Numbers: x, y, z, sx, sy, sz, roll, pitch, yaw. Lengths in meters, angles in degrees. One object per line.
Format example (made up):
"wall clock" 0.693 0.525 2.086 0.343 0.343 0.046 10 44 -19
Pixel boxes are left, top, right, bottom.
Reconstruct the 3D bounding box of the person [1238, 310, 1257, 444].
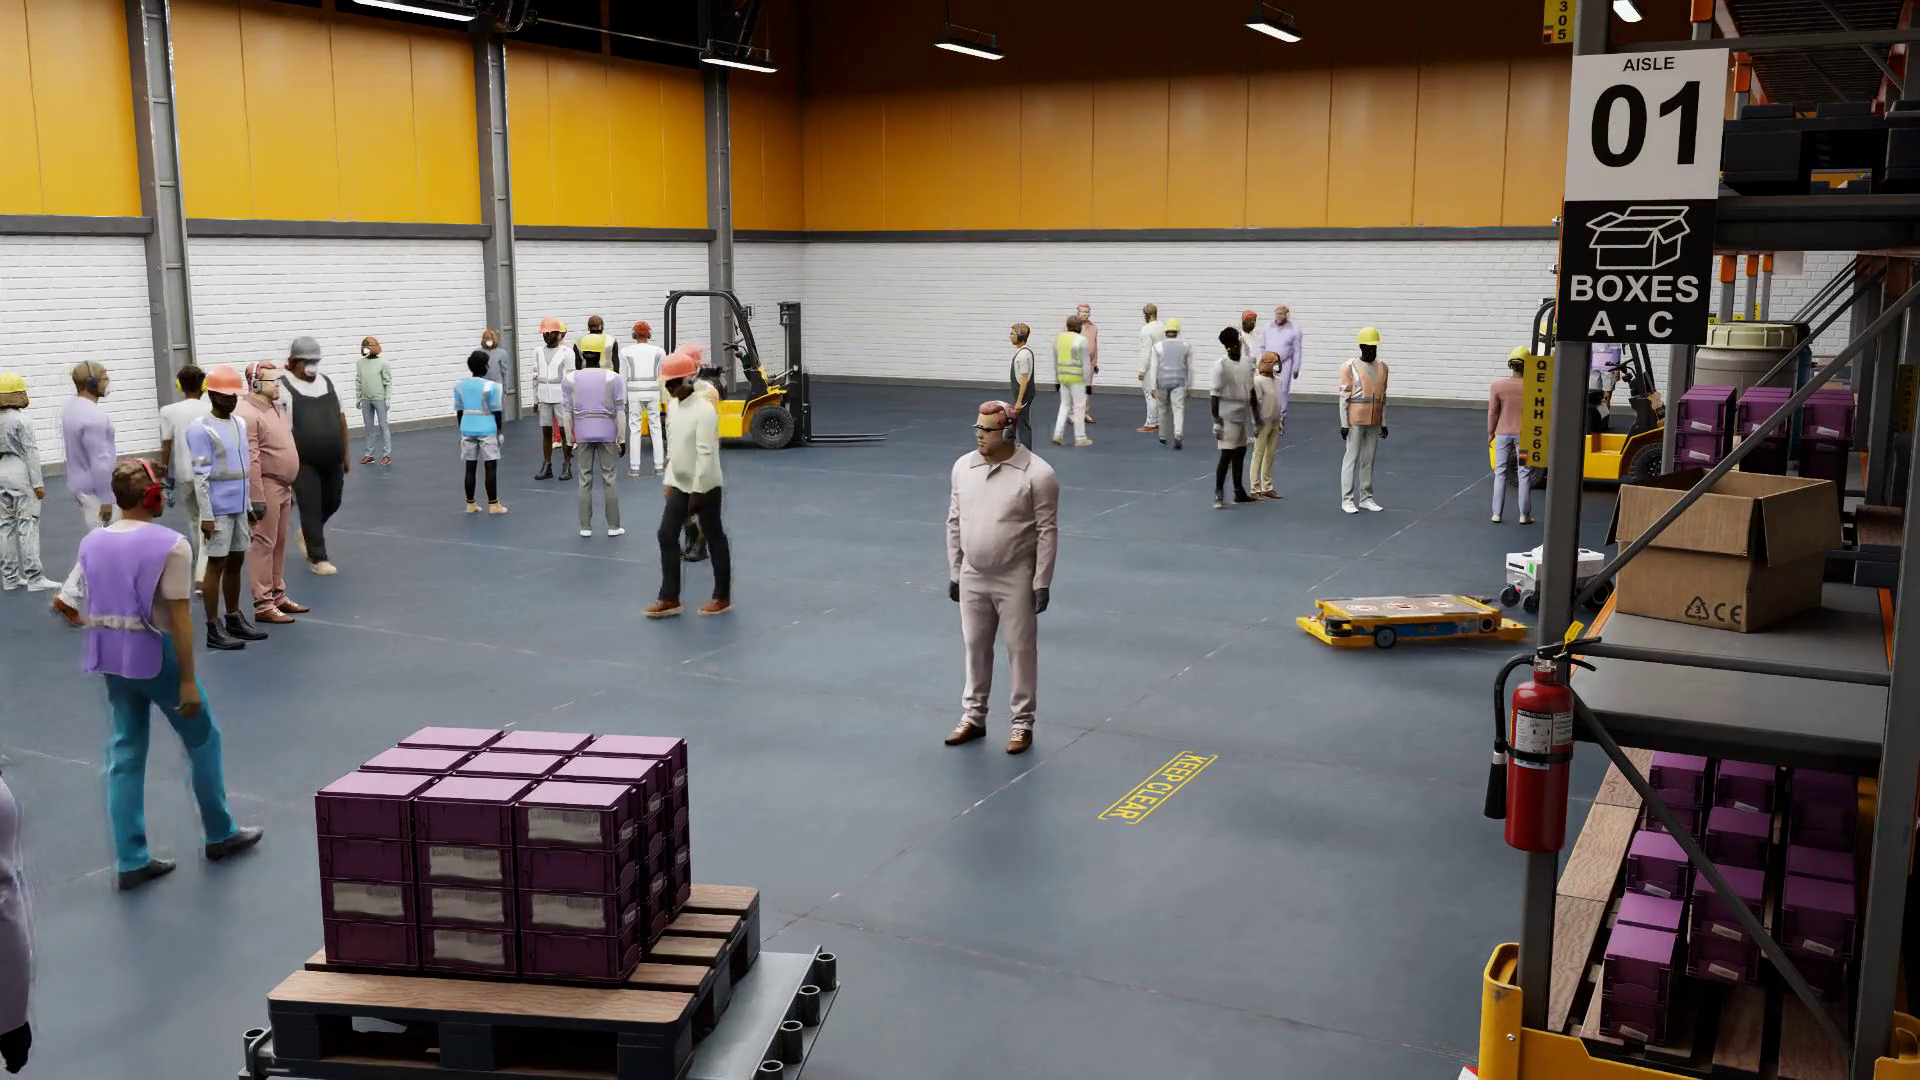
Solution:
"person" 4.022 -2.298 23.482 0.355 1.887 0.574 6 11 31

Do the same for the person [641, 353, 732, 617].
"person" -2.019 -0.385 12.188 0.814 1.952 0.649 -9 13 -42

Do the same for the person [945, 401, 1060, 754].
"person" 0.203 0.199 8.979 0.642 1.905 0.399 5 11 29

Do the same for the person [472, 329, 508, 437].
"person" -6.752 -2.244 23.972 0.495 1.606 0.693 -1 10 -6

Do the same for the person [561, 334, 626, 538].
"person" -3.447 -0.978 15.721 0.585 1.928 0.365 -1 10 -6

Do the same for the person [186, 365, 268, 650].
"person" -4.989 -0.227 11.359 0.381 1.931 0.548 2 10 10

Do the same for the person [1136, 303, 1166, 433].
"person" 2.869 -2.570 24.923 0.372 1.934 0.627 6 12 33

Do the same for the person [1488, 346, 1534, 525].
"person" 5.516 -1.036 16.524 0.534 1.767 0.319 5 11 25

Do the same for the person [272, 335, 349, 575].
"person" -5.535 -0.757 14.111 0.852 2.000 0.690 8 13 39

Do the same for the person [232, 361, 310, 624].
"person" -5.039 -0.354 12.167 0.410 1.909 0.643 -1 10 -4

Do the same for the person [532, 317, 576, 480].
"person" -4.813 -1.669 19.689 0.543 1.940 0.361 2 10 12

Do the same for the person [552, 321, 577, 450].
"person" -5.456 -2.104 22.704 0.533 1.767 0.325 4 11 21

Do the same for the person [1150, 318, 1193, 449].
"person" 2.927 -2.164 22.963 0.597 1.805 0.882 0 10 0

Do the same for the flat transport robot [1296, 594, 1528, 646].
"flat transport robot" 3.152 0.553 11.644 1.431 0.197 0.652 -2 10 -10

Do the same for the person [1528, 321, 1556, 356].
"person" 7.492 -1.908 21.421 0.404 1.823 0.590 -1 10 -7

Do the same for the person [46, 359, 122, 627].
"person" -6.320 -0.336 12.077 0.580 1.952 0.641 -8 13 -40

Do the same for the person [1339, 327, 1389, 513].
"person" 4.197 -1.242 17.249 0.589 1.927 0.368 -5 11 -25

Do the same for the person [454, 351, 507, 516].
"person" -4.918 -1.089 17.044 0.561 1.692 0.321 3 10 16

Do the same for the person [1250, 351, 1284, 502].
"person" 3.348 -1.241 18.092 0.507 1.633 0.277 -10 14 -44

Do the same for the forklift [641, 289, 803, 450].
"forklift" -3.358 -2.392 23.136 2.313 2.155 1.214 -1 10 -5

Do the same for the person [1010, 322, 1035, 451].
"person" 0.742 -1.717 20.238 0.345 1.847 0.504 1 10 5

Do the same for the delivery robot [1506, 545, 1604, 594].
"delivery robot" 4.495 0.204 12.572 0.707 0.478 0.477 -3 10 -19

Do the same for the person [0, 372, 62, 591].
"person" -7.499 -0.461 13.258 0.485 1.745 0.296 3 10 19

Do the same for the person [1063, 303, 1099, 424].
"person" 1.931 -2.775 26.199 0.642 1.905 0.399 -6 12 -32

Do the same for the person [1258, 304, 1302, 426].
"person" 4.929 -2.693 25.740 0.684 1.889 0.481 5 11 27

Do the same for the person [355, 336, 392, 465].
"person" -7.464 -1.773 21.168 0.498 1.634 0.278 2 10 14

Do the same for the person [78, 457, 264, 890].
"person" -3.426 0.541 7.216 0.608 1.816 0.803 3 10 17

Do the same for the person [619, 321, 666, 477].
"person" -3.814 -1.698 20.067 0.571 1.873 0.353 -3 10 -18

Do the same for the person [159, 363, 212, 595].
"person" -6.040 -0.489 13.227 0.541 1.820 0.998 -2 10 -12

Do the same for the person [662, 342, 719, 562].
"person" -2.340 -0.757 14.446 0.564 1.921 0.426 5 11 25

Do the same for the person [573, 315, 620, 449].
"person" -4.942 -2.144 22.738 0.620 1.837 0.429 -1 10 -6

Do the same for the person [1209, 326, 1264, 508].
"person" 2.920 -1.297 17.615 0.365 1.927 0.777 8 12 38

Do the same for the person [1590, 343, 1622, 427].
"person" 9.486 -2.539 24.419 0.373 2.043 0.615 -4 10 -20

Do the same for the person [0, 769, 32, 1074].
"person" -2.544 1.109 3.979 0.632 1.819 0.837 -2 10 -14

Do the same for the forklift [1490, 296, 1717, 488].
"forklift" 7.296 -1.677 18.993 2.313 2.155 1.214 5 11 27

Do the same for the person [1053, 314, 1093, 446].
"person" 1.589 -2.223 23.194 0.429 1.841 0.642 -9 13 -41
